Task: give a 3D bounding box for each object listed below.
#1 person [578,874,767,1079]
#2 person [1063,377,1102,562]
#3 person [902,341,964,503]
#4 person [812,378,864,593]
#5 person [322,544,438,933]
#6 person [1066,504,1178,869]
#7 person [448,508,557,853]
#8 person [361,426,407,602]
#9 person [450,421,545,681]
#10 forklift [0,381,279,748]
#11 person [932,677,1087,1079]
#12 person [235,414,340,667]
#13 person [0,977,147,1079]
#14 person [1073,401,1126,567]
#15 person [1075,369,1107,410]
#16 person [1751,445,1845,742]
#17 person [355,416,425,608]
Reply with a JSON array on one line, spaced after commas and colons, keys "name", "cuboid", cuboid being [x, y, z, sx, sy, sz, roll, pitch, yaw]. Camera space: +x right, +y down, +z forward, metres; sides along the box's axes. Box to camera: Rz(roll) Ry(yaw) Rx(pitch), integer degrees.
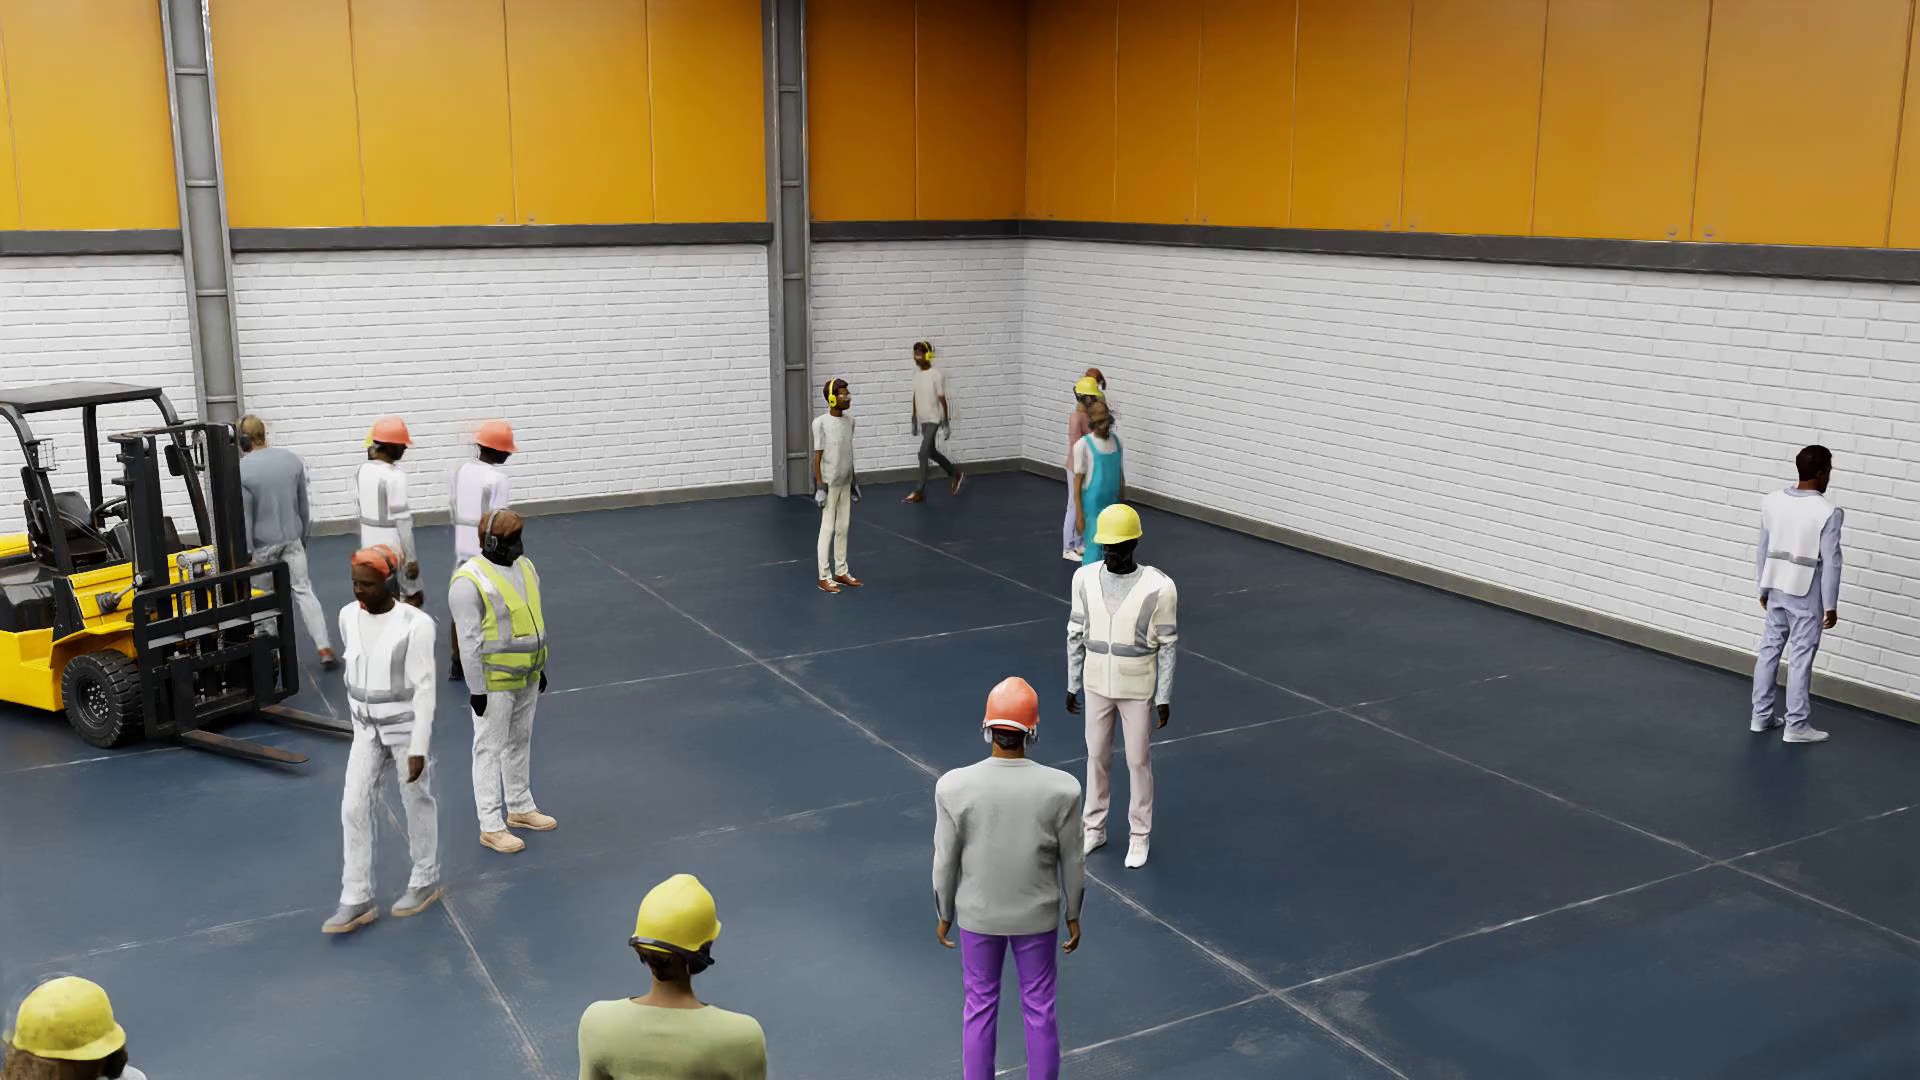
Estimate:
[{"name": "person", "cuboid": [-0.741, 1.742, 4.445, 0.529, 1.767, 0.329, 2, 12, 10]}, {"name": "person", "cuboid": [1.177, -0.674, 15.794, 0.337, 1.757, 0.519, 4, 13, 20]}, {"name": "person", "cuboid": [-0.296, -1.358, 18.860, 0.911, 1.830, 0.545, -11, 16, -41]}, {"name": "person", "cuboid": [-1.070, -0.483, 14.617, 0.324, 1.876, 0.526, 9, 15, 37]}, {"name": "person", "cuboid": [-2.769, 0.957, 7.876, 0.601, 1.860, 0.755, 5, 13, 20]}, {"name": "person", "cuboid": [0.826, 0.755, 8.687, 0.594, 1.926, 0.367, 6, 13, 26]}, {"name": "person", "cuboid": [-2.440, 0.738, 8.976, 0.429, 1.844, 0.621, 4, 13, 20]}, {"name": "person", "cuboid": [-4.308, 0.011, 12.557, 0.317, 1.767, 0.535, -2, 12, -8]}, {"name": "person", "cuboid": [-3.368, 0.088, 11.923, 0.623, 1.893, 0.557, 6, 14, 27]}, {"name": "forklift", "cuboid": [-5.853, 0.085, 11.199, 2.313, 2.155, 1.214, 7, 14, 28]}, {"name": "person", "cuboid": [0.185, 1.366, 6.234, 0.572, 1.749, 0.341, 0, 12, 1]}, {"name": "person", "cuboid": [-4.955, 0.034, 12.159, 0.723, 1.907, 0.652, 8, 14, 33]}, {"name": "person", "cuboid": [-2.199, 1.847, 4.118, 0.917, 1.691, 0.490, 4, 13, 19]}, {"name": "person", "cuboid": [1.201, -0.247, 13.683, 0.683, 1.809, 0.334, -9, 15, -37]}, {"name": "person", "cuboid": [1.378, -1.050, 17.912, 0.426, 1.611, 0.557, 7, 14, 30]}, {"name": "person", "cuboid": [5.356, 0.340, 10.656, 0.387, 1.918, 0.591, -5, 13, -23]}, {"name": "person", "cuboid": [-4.133, 0.064, 11.954, 0.581, 1.916, 0.583, 10, 15, 38]}]
